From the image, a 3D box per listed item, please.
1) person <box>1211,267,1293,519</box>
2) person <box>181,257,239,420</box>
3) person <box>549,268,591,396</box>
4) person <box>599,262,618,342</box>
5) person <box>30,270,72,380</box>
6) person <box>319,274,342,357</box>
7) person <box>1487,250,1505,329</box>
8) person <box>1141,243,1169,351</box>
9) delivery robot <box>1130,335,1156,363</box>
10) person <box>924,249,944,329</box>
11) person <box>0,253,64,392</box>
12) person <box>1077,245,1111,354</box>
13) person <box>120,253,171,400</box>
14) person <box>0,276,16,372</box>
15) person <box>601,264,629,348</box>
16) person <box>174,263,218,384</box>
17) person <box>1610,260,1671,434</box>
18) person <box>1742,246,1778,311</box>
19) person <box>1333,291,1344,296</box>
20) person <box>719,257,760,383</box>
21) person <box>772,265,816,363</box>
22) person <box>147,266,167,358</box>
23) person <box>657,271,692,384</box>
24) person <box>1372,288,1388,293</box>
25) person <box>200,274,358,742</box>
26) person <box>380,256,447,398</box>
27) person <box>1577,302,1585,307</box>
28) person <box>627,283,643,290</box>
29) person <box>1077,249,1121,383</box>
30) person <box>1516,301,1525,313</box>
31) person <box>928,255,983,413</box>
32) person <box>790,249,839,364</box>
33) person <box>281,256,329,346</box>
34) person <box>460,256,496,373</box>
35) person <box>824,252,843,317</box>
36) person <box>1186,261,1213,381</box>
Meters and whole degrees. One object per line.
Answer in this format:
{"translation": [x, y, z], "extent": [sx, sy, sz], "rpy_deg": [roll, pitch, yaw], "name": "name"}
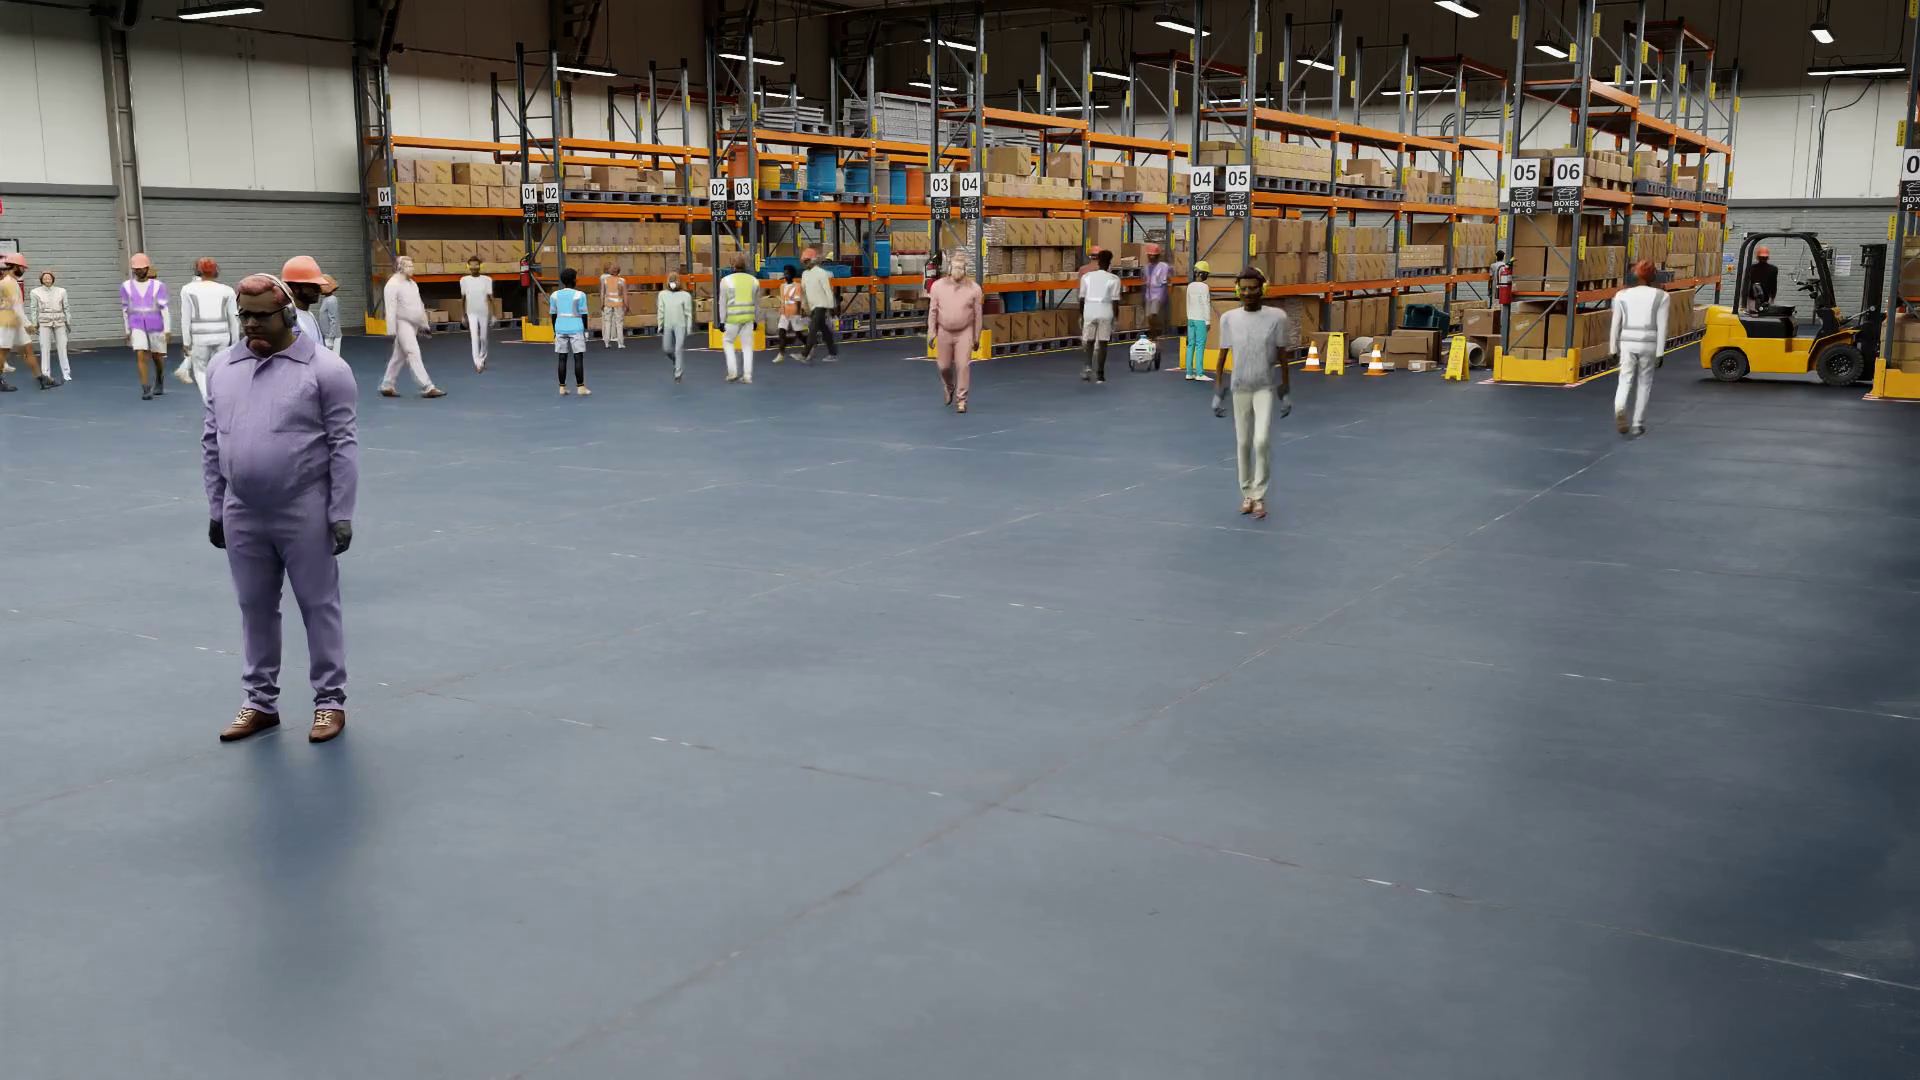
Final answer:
{"translation": [2.138, -1.076, 12.251], "extent": [0.573, 1.841, 0.720], "rpy_deg": [3, 11, 18], "name": "person"}
{"translation": [-8.421, -2.238, 18.698], "extent": [0.611, 1.868, 0.414], "rpy_deg": [-6, 12, -32], "name": "person"}
{"translation": [-5.177, -2.760, 22.100], "extent": [0.537, 1.698, 0.320], "rpy_deg": [2, 10, 14], "name": "person"}
{"translation": [-7.224, -4.901, 34.262], "extent": [0.517, 1.639, 0.314], "rpy_deg": [8, 13, 36], "name": "person"}
{"translation": [-13.371, -3.149, 24.475], "extent": [0.513, 1.634, 0.311], "rpy_deg": [-8, 13, -39], "name": "person"}
{"translation": [-7.939, -2.525, 20.977], "extent": [0.289, 1.633, 0.497], "rpy_deg": [-5, 11, -26], "name": "person"}
{"translation": [12.789, -5.939, 39.475], "extent": [0.509, 1.860, 0.334], "rpy_deg": [3, 11, 16], "name": "person"}
{"translation": [3.589, -4.473, 30.825], "extent": [0.614, 2.008, 0.650], "rpy_deg": [-8, 13, -38], "name": "person"}
{"translation": [2.928, -3.031, 26.565], "extent": [0.477, 0.478, 0.707], "rpy_deg": [2, 10, 12], "name": "delivery robot"}
{"translation": [-0.468, -4.759, 32.725], "extent": [0.458, 1.903, 0.628], "rpy_deg": [-5, 11, -27], "name": "person"}
{"translation": [-12.783, -2.952, 22.661], "extent": [0.958, 1.875, 0.542], "rpy_deg": [-4, 11, -19], "name": "person"}
{"translation": [2.485, -4.407, 30.544], "extent": [0.639, 1.974, 0.584], "rpy_deg": [2, 10, 11], "name": "person"}
{"translation": [-10.676, -2.814, 21.851], "extent": [0.553, 1.907, 0.932], "rpy_deg": [-4, 11, -21], "name": "person"}
{"translation": [-15.082, -3.475, 25.810], "extent": [0.638, 1.820, 0.848], "rpy_deg": [3, 11, 15], "name": "person"}
{"translation": [-6.651, -4.501, 32.052], "extent": [0.538, 1.631, 0.349], "rpy_deg": [1, 10, 4], "name": "person"}
{"translation": [-10.893, -3.137, 23.940], "extent": [0.896, 1.807, 0.623], "rpy_deg": [-4, 11, -21], "name": "person"}
{"translation": [7.108, -2.005, 17.463], "extent": [0.573, 1.860, 0.784], "rpy_deg": [6, 12, 31], "name": "person"}
{"translation": [16.074, -4.917, 33.460], "extent": [0.627, 1.964, 0.901], "rpy_deg": [4, 11, 21], "name": "person"}
{"translation": [10.158, -7.012, 44.965], "extent": [0.534, 2.000, 0.763], "rpy_deg": [-5, 11, -28], "name": "person"}
{"translation": [-3.235, -3.196, 24.203], "extent": [0.665, 1.822, 0.584], "rpy_deg": [-6, 12, -30], "name": "person"}
{"translation": [-2.839, -3.852, 28.319], "extent": [0.541, 1.670, 0.813], "rpy_deg": [9, 13, 40], "name": "person"}
{"translation": [-14.284, -4.035, 29.431], "extent": [0.282, 1.633, 0.501], "rpy_deg": [1, 10, 7], "name": "person"}
{"translation": [-4.131, -3.092, 24.170], "extent": [0.519, 1.618, 0.492], "rpy_deg": [2, 10, 11], "name": "person"}
{"translation": [10.765, -6.515, 42.385], "extent": [1.081, 1.964, 0.634], "rpy_deg": [0, 10, -2], "name": "person"}
{"translation": [-2.771, -0.121, 6.759], "extent": [0.638, 1.903, 0.409], "rpy_deg": [1, 10, 5], "name": "person"}
{"translation": [-7.226, -2.776, 21.768], "extent": [0.995, 1.860, 0.661], "rpy_deg": [1, 10, 7], "name": "person"}
{"translation": [13.522, -5.390, 36.426], "extent": [0.569, 1.845, 0.384], "rpy_deg": [2, 10, 11], "name": "person"}
{"translation": [-7.555, -5.762, 38.735], "extent": [0.522, 1.768, 0.311], "rpy_deg": [8, 13, 39], "name": "person"}
{"translation": [2.018, -3.239, 24.113], "extent": [0.637, 1.938, 0.461], "rpy_deg": [3, 11, 17], "name": "person"}
{"translation": [14.487, -6.555, 42.692], "extent": [0.373, 1.940, 0.628], "rpy_deg": [5, 11, 25], "name": "person"}
{"translation": [-0.046, -2.488, 20.057], "extent": [0.656, 1.884, 0.645], "rpy_deg": [1, 10, 6], "name": "person"}
{"translation": [-2.460, -3.954, 28.140], "extent": [1.052, 1.923, 0.613], "rpy_deg": [-8, 13, -38], "name": "person"}
{"translation": [-4.426, -0.949, 11.296], "extent": [0.376, 1.936, 0.549], "rpy_deg": [-1, 10, -7], "name": "person"}
{"translation": [-7.622, -3.581, 26.328], "extent": [0.523, 1.838, 0.931], "rpy_deg": [-3, 11, -16], "name": "person"}
{"translation": [-2.818, -5.431, 36.710], "extent": [0.587, 1.826, 0.404], "rpy_deg": [7, 12, 32], "name": "person"}
{"translation": [3.530, -3.222, 24.514], "extent": [0.318, 1.767, 0.523], "rpy_deg": [-5, 11, -26], "name": "person"}
